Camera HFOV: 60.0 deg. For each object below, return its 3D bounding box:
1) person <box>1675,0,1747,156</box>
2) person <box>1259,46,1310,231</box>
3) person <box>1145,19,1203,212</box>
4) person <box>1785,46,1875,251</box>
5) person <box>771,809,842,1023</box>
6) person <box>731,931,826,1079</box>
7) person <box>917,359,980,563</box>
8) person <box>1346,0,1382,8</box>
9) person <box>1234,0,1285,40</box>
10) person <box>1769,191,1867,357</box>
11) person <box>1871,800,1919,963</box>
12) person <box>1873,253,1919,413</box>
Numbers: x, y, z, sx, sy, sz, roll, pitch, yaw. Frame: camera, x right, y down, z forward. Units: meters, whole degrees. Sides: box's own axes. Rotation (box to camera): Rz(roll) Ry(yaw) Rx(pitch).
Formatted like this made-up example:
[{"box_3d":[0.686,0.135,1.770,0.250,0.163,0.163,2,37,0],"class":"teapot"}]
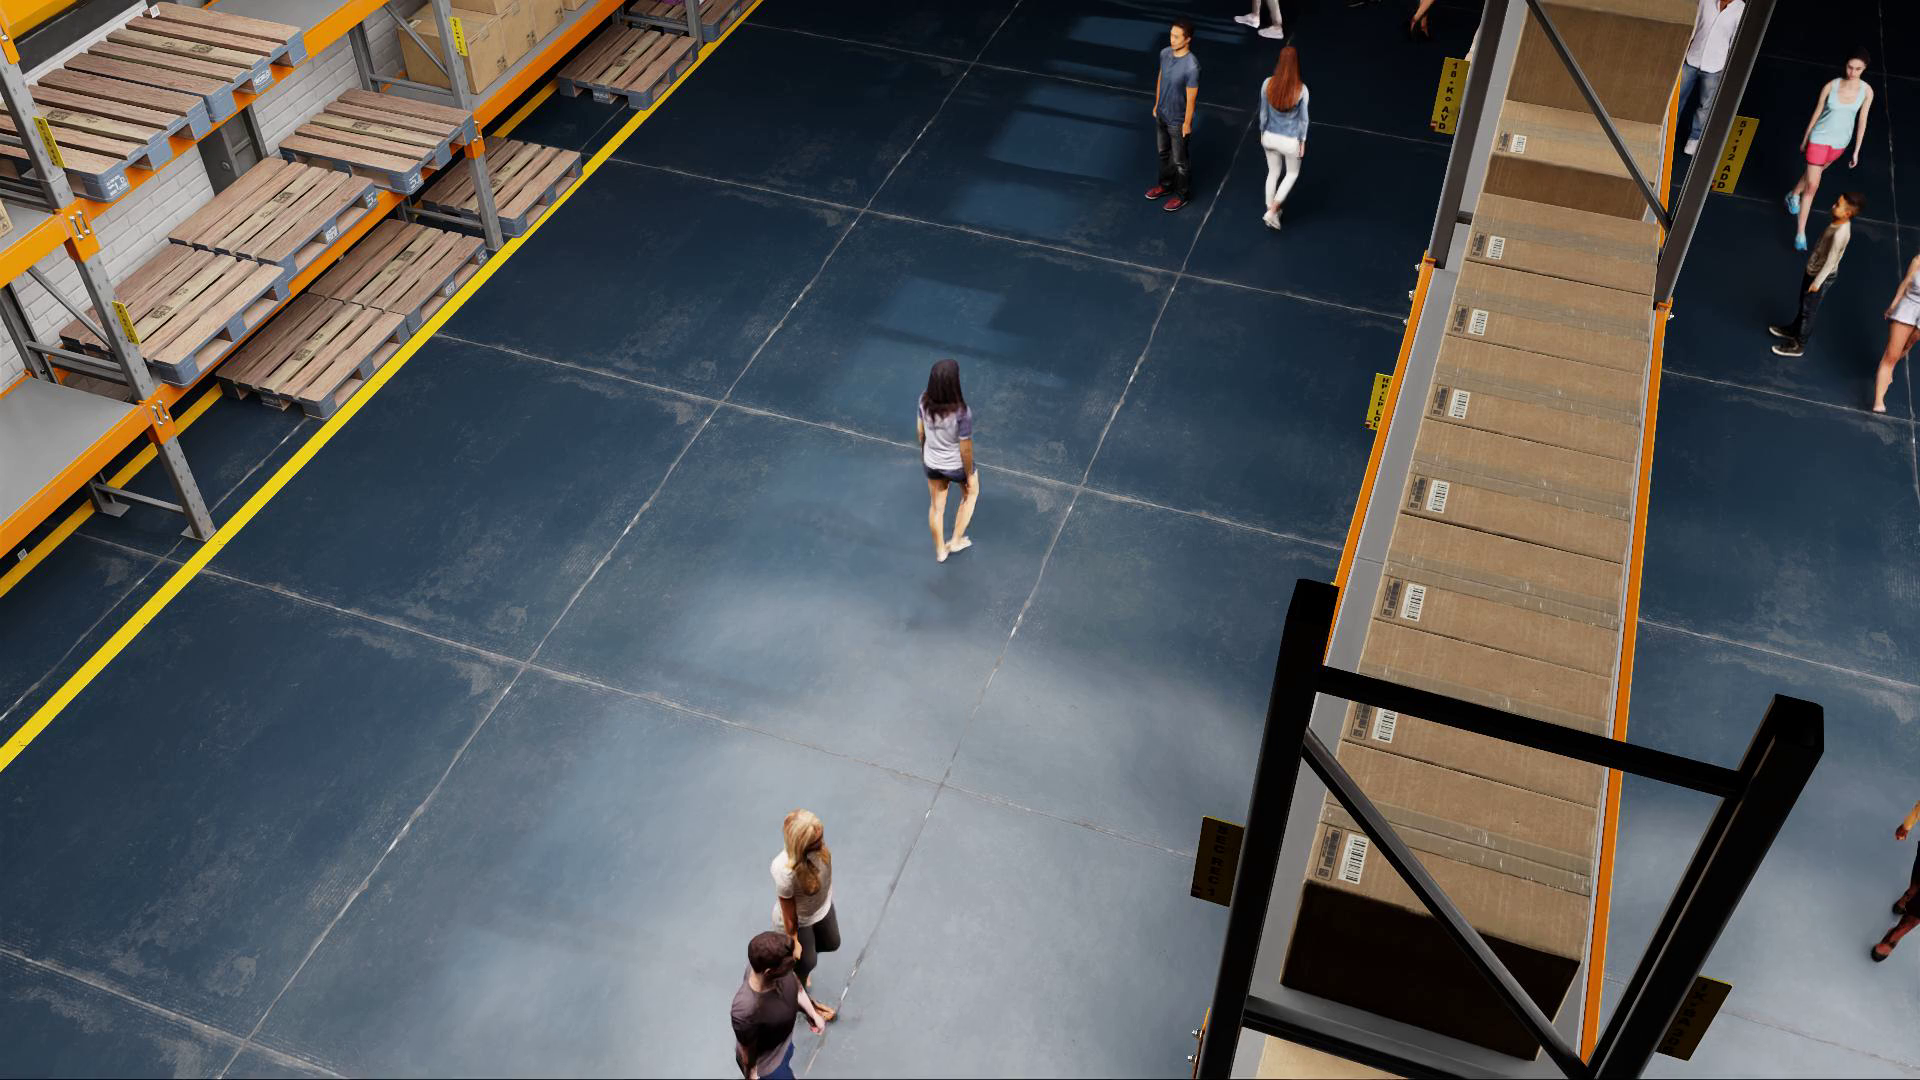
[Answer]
[{"box_3d":[7.000,-4.518,15.576,0.719,1.816,0.703,31,52,28],"class":"person"},{"box_3d":[2.769,-3.451,14.553,0.713,1.683,0.798,29,51,27],"class":"person"},{"box_3d":[1.934,-3.814,14.845,0.751,1.807,0.717,-23,48,-22],"class":"person"},{"box_3d":[7.590,-3.495,14.577,0.736,1.713,1.241,7,44,8],"class":"person"},{"box_3d":[-0.879,1.957,8.782,0.705,1.813,0.620,11,45,11],"class":"person"},{"box_3d":[-1.023,2.479,8.215,0.752,1.840,0.624,8,44,8],"class":"person"},{"box_3d":[-0.125,-0.479,11.404,0.630,1.724,0.615,20,47,20],"class":"person"},{"box_3d":[4.504,-6.522,17.757,0.881,1.710,0.823,-20,47,-20],"class":"person"},{"box_3d":[3.262,-6.065,17.220,0.766,1.790,0.780,23,48,23],"class":"person"},{"box_3d":[6.912,-2.149,13.345,0.611,1.464,0.434,13,45,13],"class":"person"},{"box_3d":[5.559,1.639,9.249,0.973,1.629,0.854,-29,51,-27],"class":"person"},{"box_3d":[7.436,-1.808,12.915,0.615,1.564,1.035,12,45,12],"class":"person"}]
